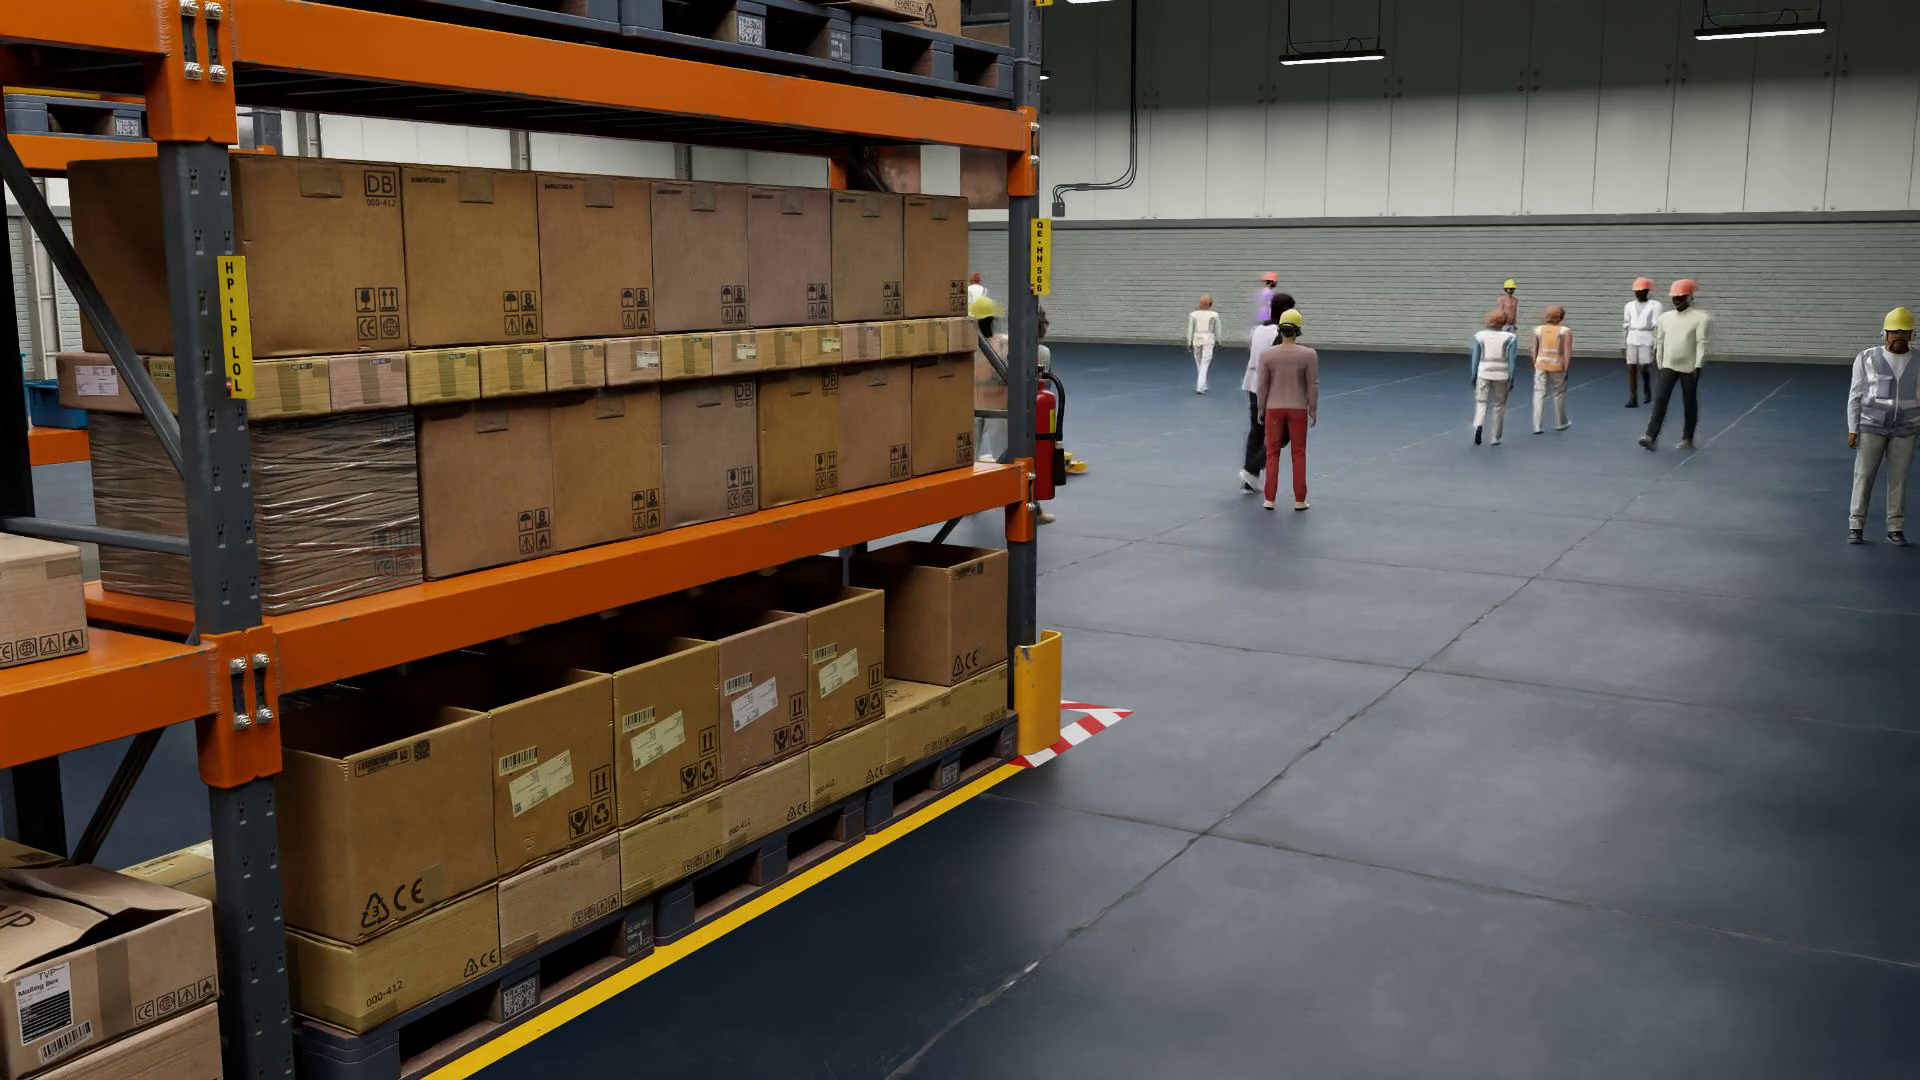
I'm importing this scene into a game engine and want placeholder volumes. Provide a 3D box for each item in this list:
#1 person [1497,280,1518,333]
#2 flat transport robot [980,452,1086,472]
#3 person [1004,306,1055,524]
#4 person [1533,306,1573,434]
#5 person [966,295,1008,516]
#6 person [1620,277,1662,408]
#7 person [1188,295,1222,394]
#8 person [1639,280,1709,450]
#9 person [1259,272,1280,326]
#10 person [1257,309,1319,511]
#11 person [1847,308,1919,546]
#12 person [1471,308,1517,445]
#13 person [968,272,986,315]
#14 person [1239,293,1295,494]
[{"bbox_3d":[10.742,-4.219,32.645,0.523,1.769,0.310,-6,11,-31],"label":"person"},{"bbox_3d":[0.606,-0.751,16.711,0.652,0.197,1.431,7,12,36],"label":"flat transport robot"},{"bbox_3d":[0.562,-1.010,13.666,0.519,1.828,0.523,-7,12,-35],"label":"person"},{"bbox_3d":[7.487,-2.149,20.992,0.533,1.595,0.832,8,13,41],"label":"person"},{"bbox_3d":[0.255,-1.186,14.510,0.599,1.897,0.826,5,11,28],"label":"person"},{"bbox_3d":[10.012,-2.900,24.468,0.463,1.918,0.562,-9,13,-43],"label":"person"},{"bbox_3d":[3.967,-3.165,26.981,0.539,1.593,0.870,5,11,26],"label":"person"},{"bbox_3d":[8.178,-1.976,18.984,0.615,1.946,0.995,9,13,44],"label":"person"},{"bbox_3d":[6.253,-4.374,33.115,0.822,1.909,0.582,0,10,2],"label":"person"},{"bbox_3d":[2.871,-1.137,14.604,0.533,1.767,0.325,3,10,14],"label":"person"},{"bbox_3d":[7.167,-0.868,12.831,0.586,1.833,0.403,3,10,18],"label":"person"},{"bbox_3d":[6.232,-1.897,19.466,0.523,1.616,0.658,5,11,28],"label":"person"},{"bbox_3d":[0.290,-4.990,36.863,0.589,1.868,0.603,-4,11,-23],"label":"person"},{"bbox_3d":[2.843,-1.342,15.462,0.445,1.891,0.720,-3,10,-18],"label":"person"}]
